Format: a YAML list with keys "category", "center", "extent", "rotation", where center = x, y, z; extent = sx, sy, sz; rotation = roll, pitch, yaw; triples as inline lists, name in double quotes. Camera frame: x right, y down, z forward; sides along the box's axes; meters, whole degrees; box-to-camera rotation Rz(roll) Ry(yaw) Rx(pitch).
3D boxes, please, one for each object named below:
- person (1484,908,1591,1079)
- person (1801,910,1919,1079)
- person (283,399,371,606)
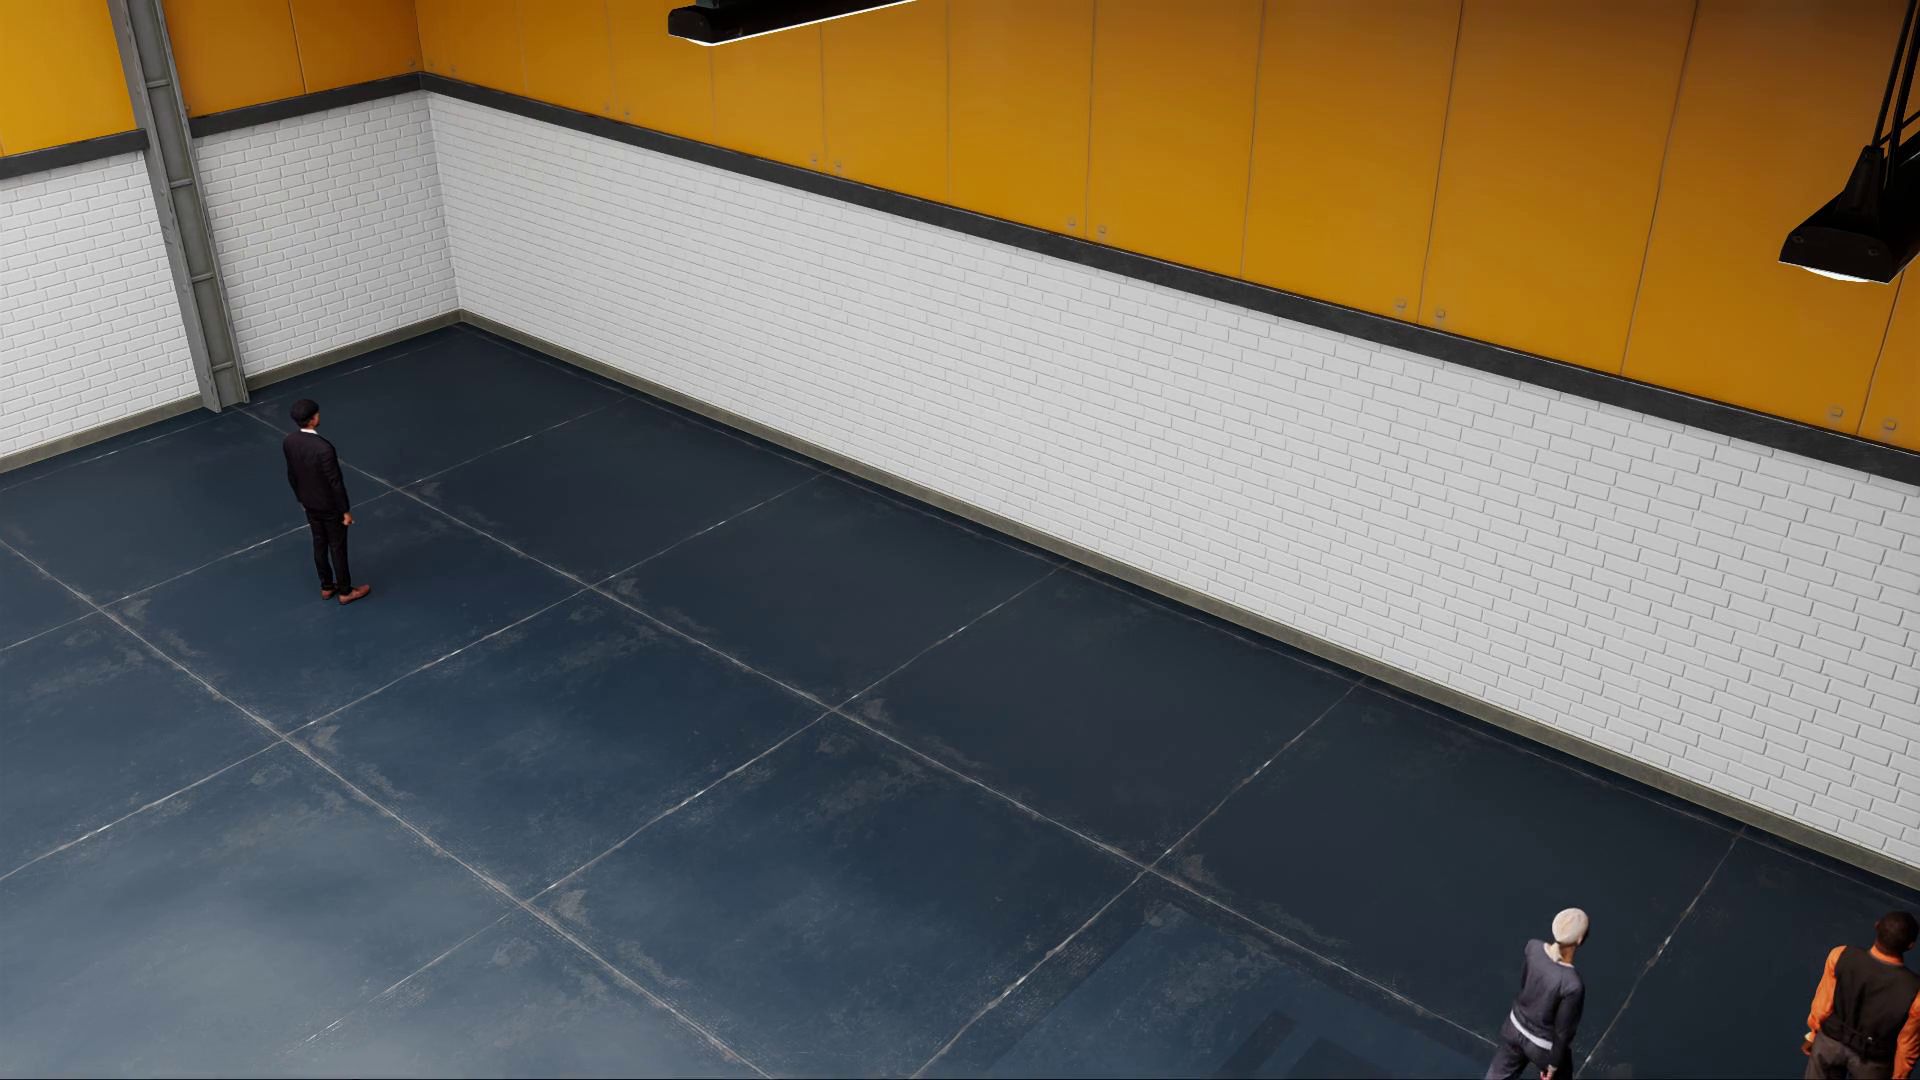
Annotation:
- category: "person"
  center: [3.032, 2.685, 8.916]
  extent: [1.154, 1.690, 0.882]
  rotation: [-15, 32, -26]
- category: "person"
  center: [4.660, 2.697, 8.667]
  extent: [0.628, 1.907, 0.712]
  rotation: [-25, 37, -38]
- category: "person"
  center: [-5.469, -0.333, 14.247]
  extent: [0.755, 1.883, 0.650]
  rotation: [13, 31, 22]
